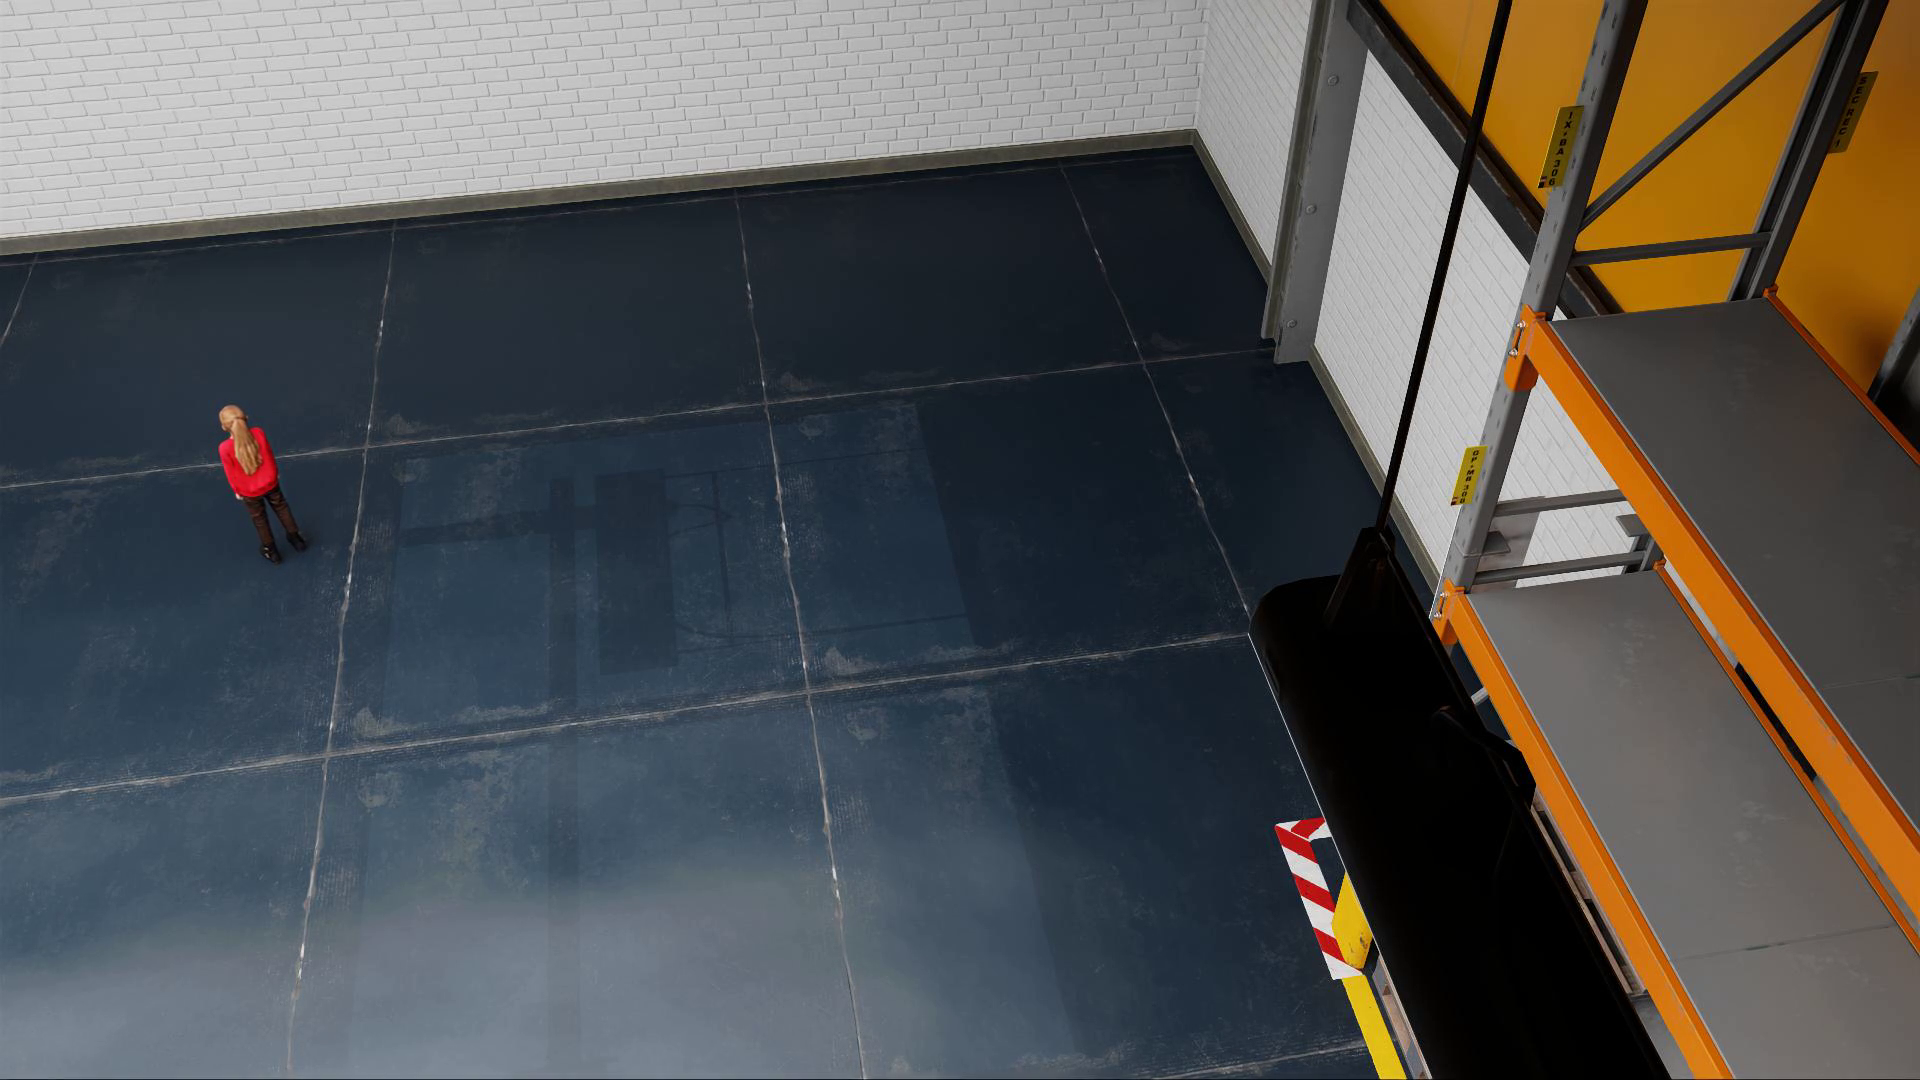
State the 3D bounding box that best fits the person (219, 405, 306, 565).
[{"bbox_3d":[-4.736,-0.383,11.209,0.615,1.282,0.568,33,53,30],"label":"person"}]
